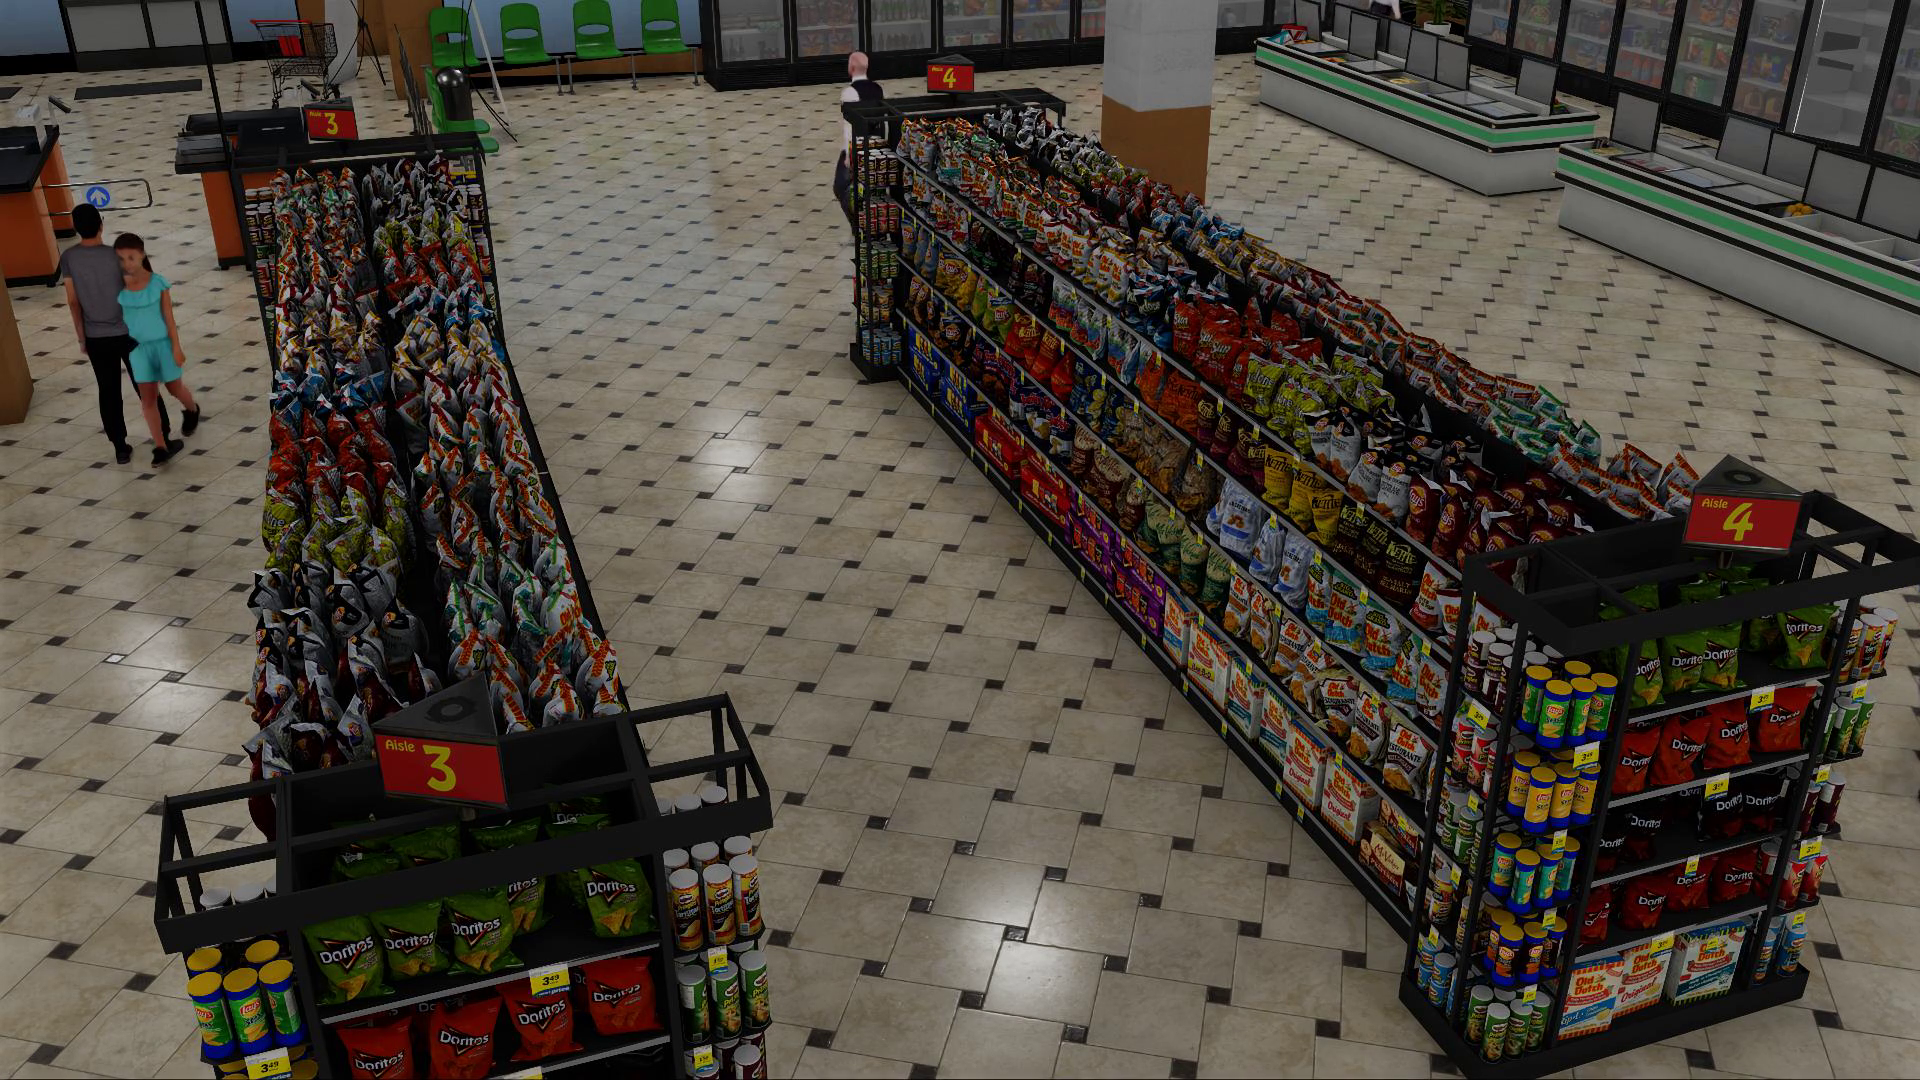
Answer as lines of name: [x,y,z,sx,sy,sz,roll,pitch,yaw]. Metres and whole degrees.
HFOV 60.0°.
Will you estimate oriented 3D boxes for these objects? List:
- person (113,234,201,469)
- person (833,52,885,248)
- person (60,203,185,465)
person: [-5.380,-1.312,11.156,0.716,1.524,1.116,-4,27,-8]
person: [-0.829,-3.493,15.143,0.850,1.807,0.831,19,32,32]
person: [-5.591,-1.361,10.998,0.649,1.754,0.569,-5,27,-10]
